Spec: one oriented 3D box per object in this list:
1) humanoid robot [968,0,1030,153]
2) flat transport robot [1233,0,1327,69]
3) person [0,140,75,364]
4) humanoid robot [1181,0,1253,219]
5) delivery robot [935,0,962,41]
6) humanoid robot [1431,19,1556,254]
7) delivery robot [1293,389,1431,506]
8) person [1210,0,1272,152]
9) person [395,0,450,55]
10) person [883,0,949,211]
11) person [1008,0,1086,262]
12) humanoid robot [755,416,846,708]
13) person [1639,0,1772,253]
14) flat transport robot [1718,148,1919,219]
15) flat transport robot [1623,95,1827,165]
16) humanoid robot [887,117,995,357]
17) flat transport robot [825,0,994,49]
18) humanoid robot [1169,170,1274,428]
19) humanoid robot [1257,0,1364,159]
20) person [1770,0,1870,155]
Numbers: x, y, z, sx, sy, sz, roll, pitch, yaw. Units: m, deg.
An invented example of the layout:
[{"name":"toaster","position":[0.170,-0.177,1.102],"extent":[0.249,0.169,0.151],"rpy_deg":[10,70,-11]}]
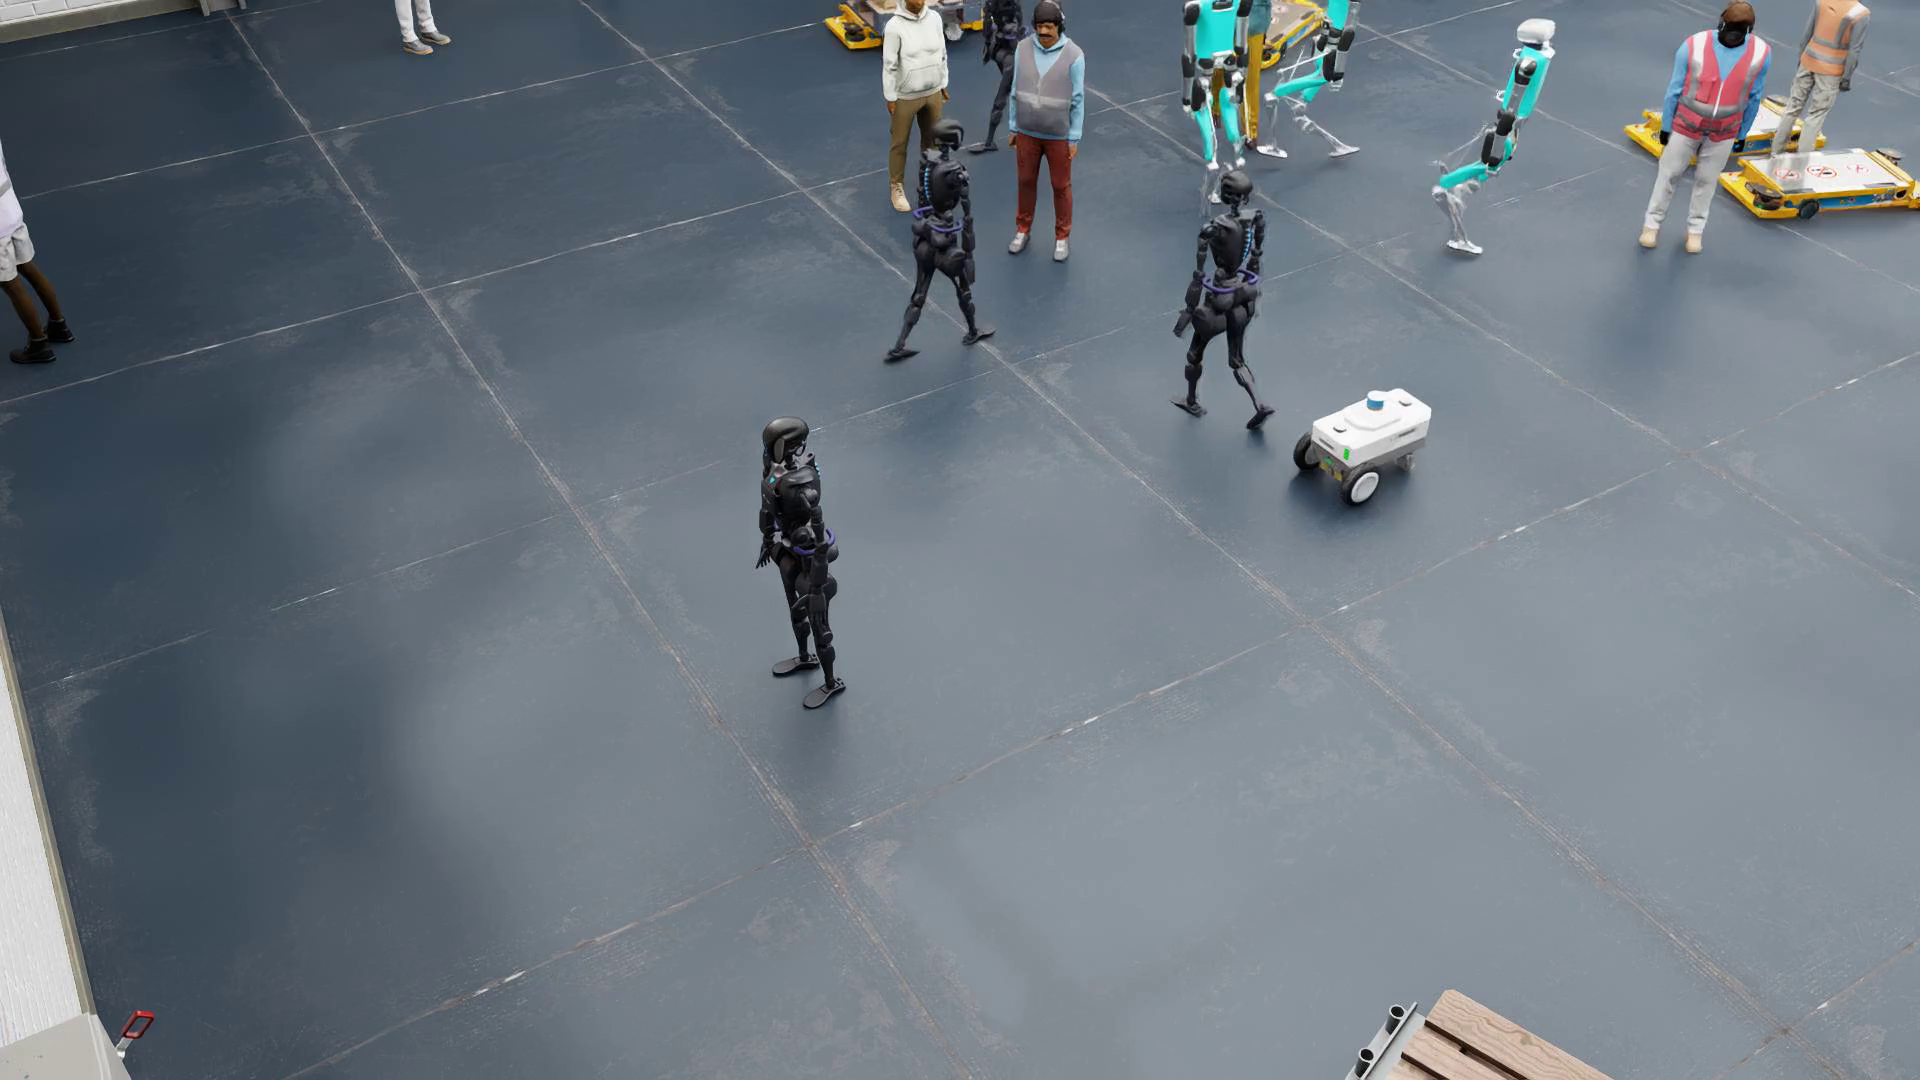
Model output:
[{"name":"humanoid robot","position":[0.404,-3.880,13.103],"extent":[0.793,1.618,0.587],"rpy_deg":[-18,42,-22]},{"name":"flat transport robot","position":[2.807,-4.678,15.194],"extent":[0.659,0.231,1.431],"rpy_deg":[22,43,26]},{"name":"person","position":[-6.125,-2.013,10.503],"extent":[0.385,1.929,0.537],"rpy_deg":[-1,38,-1]},{"name":"humanoid robot","position":[1.935,-3.156,12.150],"extent":[0.539,1.853,0.708],"rpy_deg":[-13,40,-16]},{"name":"delivery robot","position":[-0.376,-4.827,15.164],"extent":[0.814,0.610,0.499],"rpy_deg":[-8,39,-10]},{"name":"humanoid robot","position":[3.634,-2.745,11.666],"extent":[0.722,1.901,0.542],"rpy_deg":[20,43,24]},{"name":"delivery robot","position":[2.390,-0.593,9.814],"extent":[0.770,0.599,0.505],"rpy_deg":[-21,43,-25]},{"name":"person","position":[2.213,-3.995,13.165],"extent":[0.539,1.712,0.792],"rpy_deg":[-3,38,-3]},{"name":"person","position":[-4.867,-5.227,14.598],"extent":[0.354,1.879,0.567],"rpy_deg":[20,42,23]},{"name":"person","position":[-0.342,-3.295,12.251],"extent":[0.515,1.759,0.370],"rpy_deg":[-18,42,-22]},{"name":"person","position":[0.600,-2.866,11.619],"extent":[0.540,1.872,0.410],"rpy_deg":[14,41,17]},{"name":"humanoid robot","position":[-0.773,0.102,8.018],"extent":[0.315,1.657,0.599],"rpy_deg":[-22,43,-25]},{"name":"person","position":[5.232,-2.892,11.689],"extent":[0.623,1.835,0.432],"rpy_deg":[10,40,12]},{"name":"flat transport robot","position":[6.637,-2.729,12.735],"extent":[1.431,0.231,0.659],"rpy_deg":[-5,39,-7]},{"name":"flat transport robot","position":[6.202,-3.316,13.475],"extent":[1.431,0.231,0.659],"rpy_deg":[-9,39,-11]},{"name":"humanoid robot","position":[-0.132,-1.920,10.628],"extent":[0.788,1.631,0.586],"rpy_deg":[-25,45,-28]},{"name":"flat transport robot","position":[-0.469,-4.836,15.394],"extent":[1.431,0.231,0.659],"rpy_deg":[-15,41,-18]},{"name":"humanoid robot","position":[1.617,-1.403,9.943],"extent":[0.608,1.638,0.666],"rpy_deg":[-25,45,-28]},{"name":"humanoid robot","position":[2.648,-3.679,12.783],"extent":[1.038,1.747,0.545],"rpy_deg":[-3,39,-4]},{"name":"person","position":[6.616,-3.611,12.744],"extent":[0.306,1.638,0.522],"rpy_deg":[-15,41,-18]}]
